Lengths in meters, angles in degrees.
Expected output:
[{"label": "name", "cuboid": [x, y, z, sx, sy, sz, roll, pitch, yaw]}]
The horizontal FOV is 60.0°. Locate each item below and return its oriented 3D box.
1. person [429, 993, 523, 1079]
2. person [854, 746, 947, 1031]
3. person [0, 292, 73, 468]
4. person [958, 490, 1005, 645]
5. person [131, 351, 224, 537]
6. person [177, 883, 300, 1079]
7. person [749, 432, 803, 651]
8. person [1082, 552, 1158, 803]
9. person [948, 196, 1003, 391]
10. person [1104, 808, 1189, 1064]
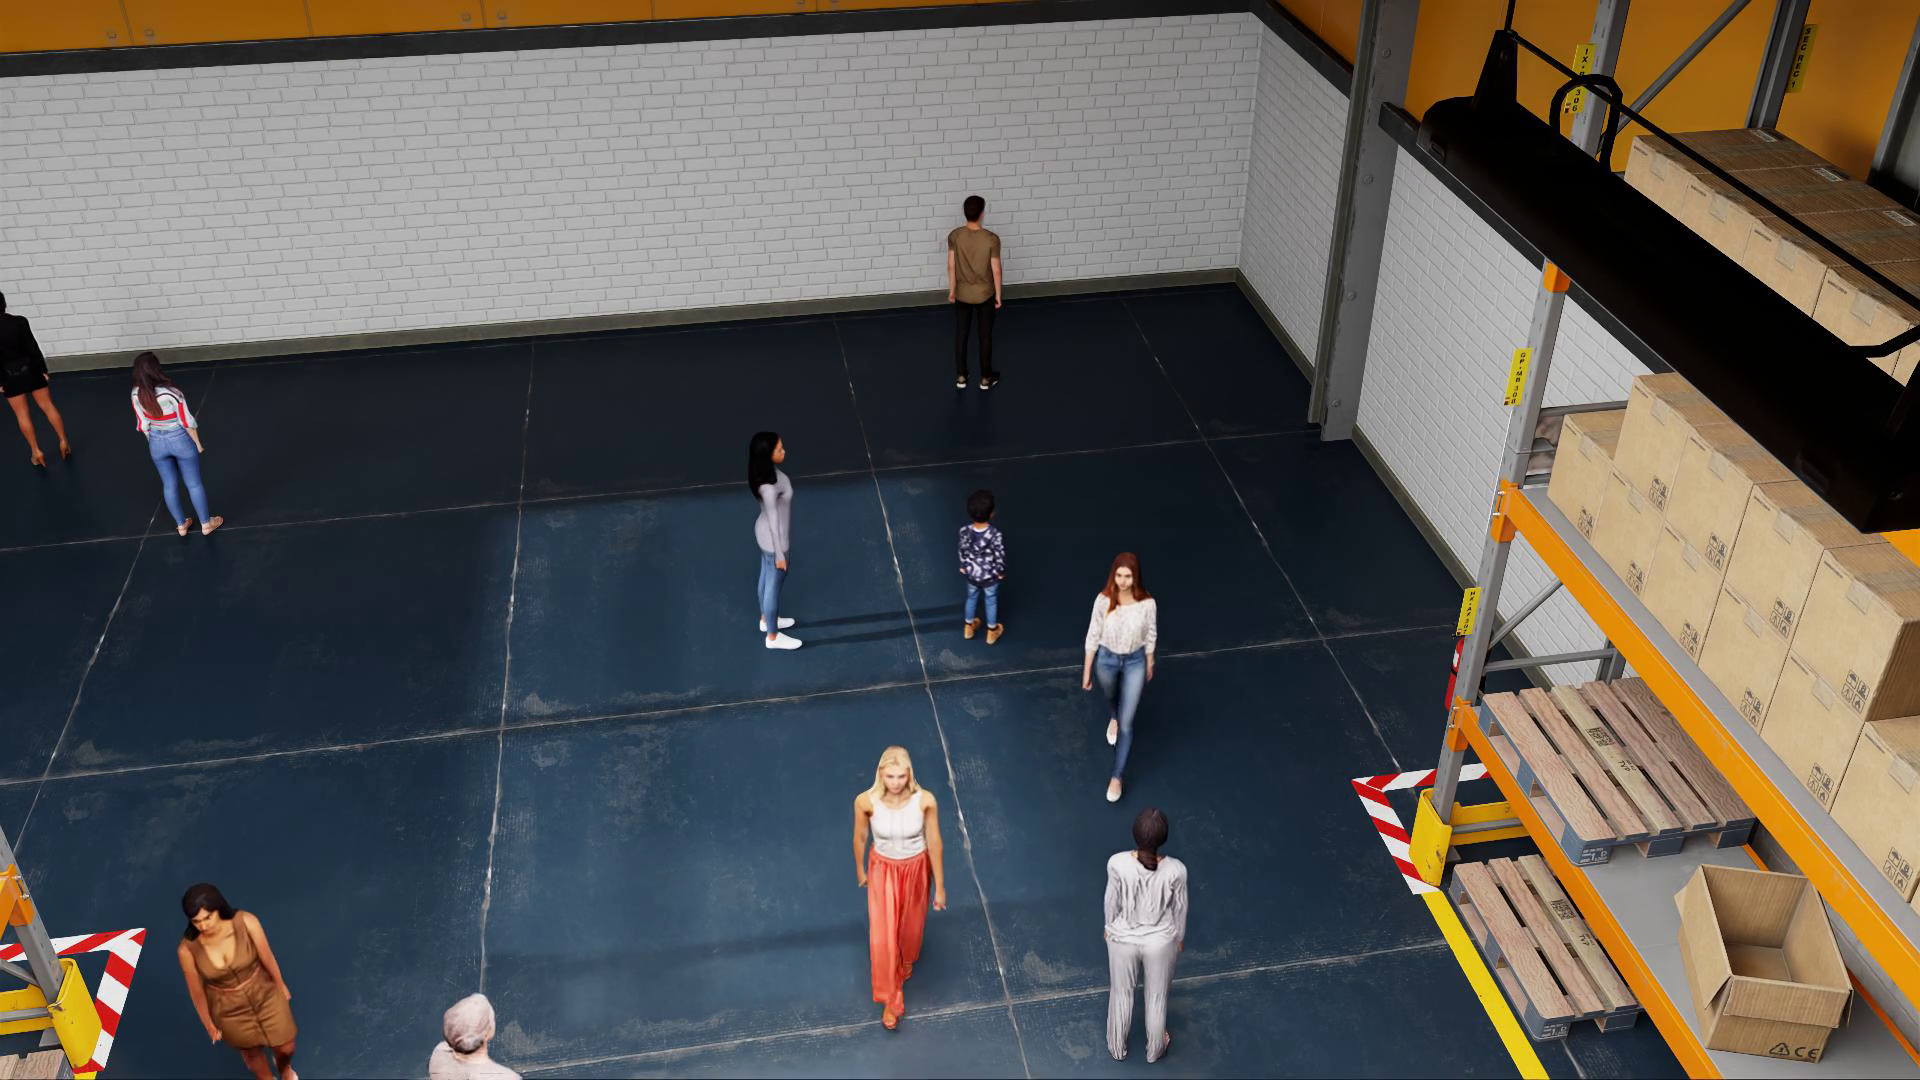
[{"label": "person", "cuboid": [-2.194, 2.875, 7.566, 1.013, 1.841, 1.166, 11, 35, 16]}, {"label": "person", "cuboid": [-0.337, 1.782, 9.267, 0.693, 1.778, 0.970, -3, 34, -4]}, {"label": "person", "cuboid": [-7.981, -1.381, 14.152, 0.678, 1.639, 0.733, -24, 41, -32]}, {"label": "person", "cuboid": [0.156, 0.193, 12.137, 0.574, 1.247, 0.608, 13, 36, 18]}, {"label": "person", "cuboid": [-6.285, -0.768, 13.254, 0.605, 1.613, 0.546, -1, 34, -2]}, {"label": "person", "cuboid": [-3.693, 2.324, 8.547, 0.676, 1.674, 0.706, -19, 38, -26]}, {"label": "person", "cuboid": [-1.365, -0.009, 12.002, 0.677, 1.734, 0.469, -7, 34, -11]}, {"label": "person", "cuboid": [1.055, 0.767, 10.882, 0.902, 1.680, 1.215, 7, 34, 10]}, {"label": "person", "cuboid": [0.129, -2.276, 15.308, 0.748, 1.850, 0.726, 9, 35, 14]}, {"label": "person", "cuboid": [0.969, 2.104, 8.786, 0.657, 1.774, 0.649, 6, 34, 9]}]
